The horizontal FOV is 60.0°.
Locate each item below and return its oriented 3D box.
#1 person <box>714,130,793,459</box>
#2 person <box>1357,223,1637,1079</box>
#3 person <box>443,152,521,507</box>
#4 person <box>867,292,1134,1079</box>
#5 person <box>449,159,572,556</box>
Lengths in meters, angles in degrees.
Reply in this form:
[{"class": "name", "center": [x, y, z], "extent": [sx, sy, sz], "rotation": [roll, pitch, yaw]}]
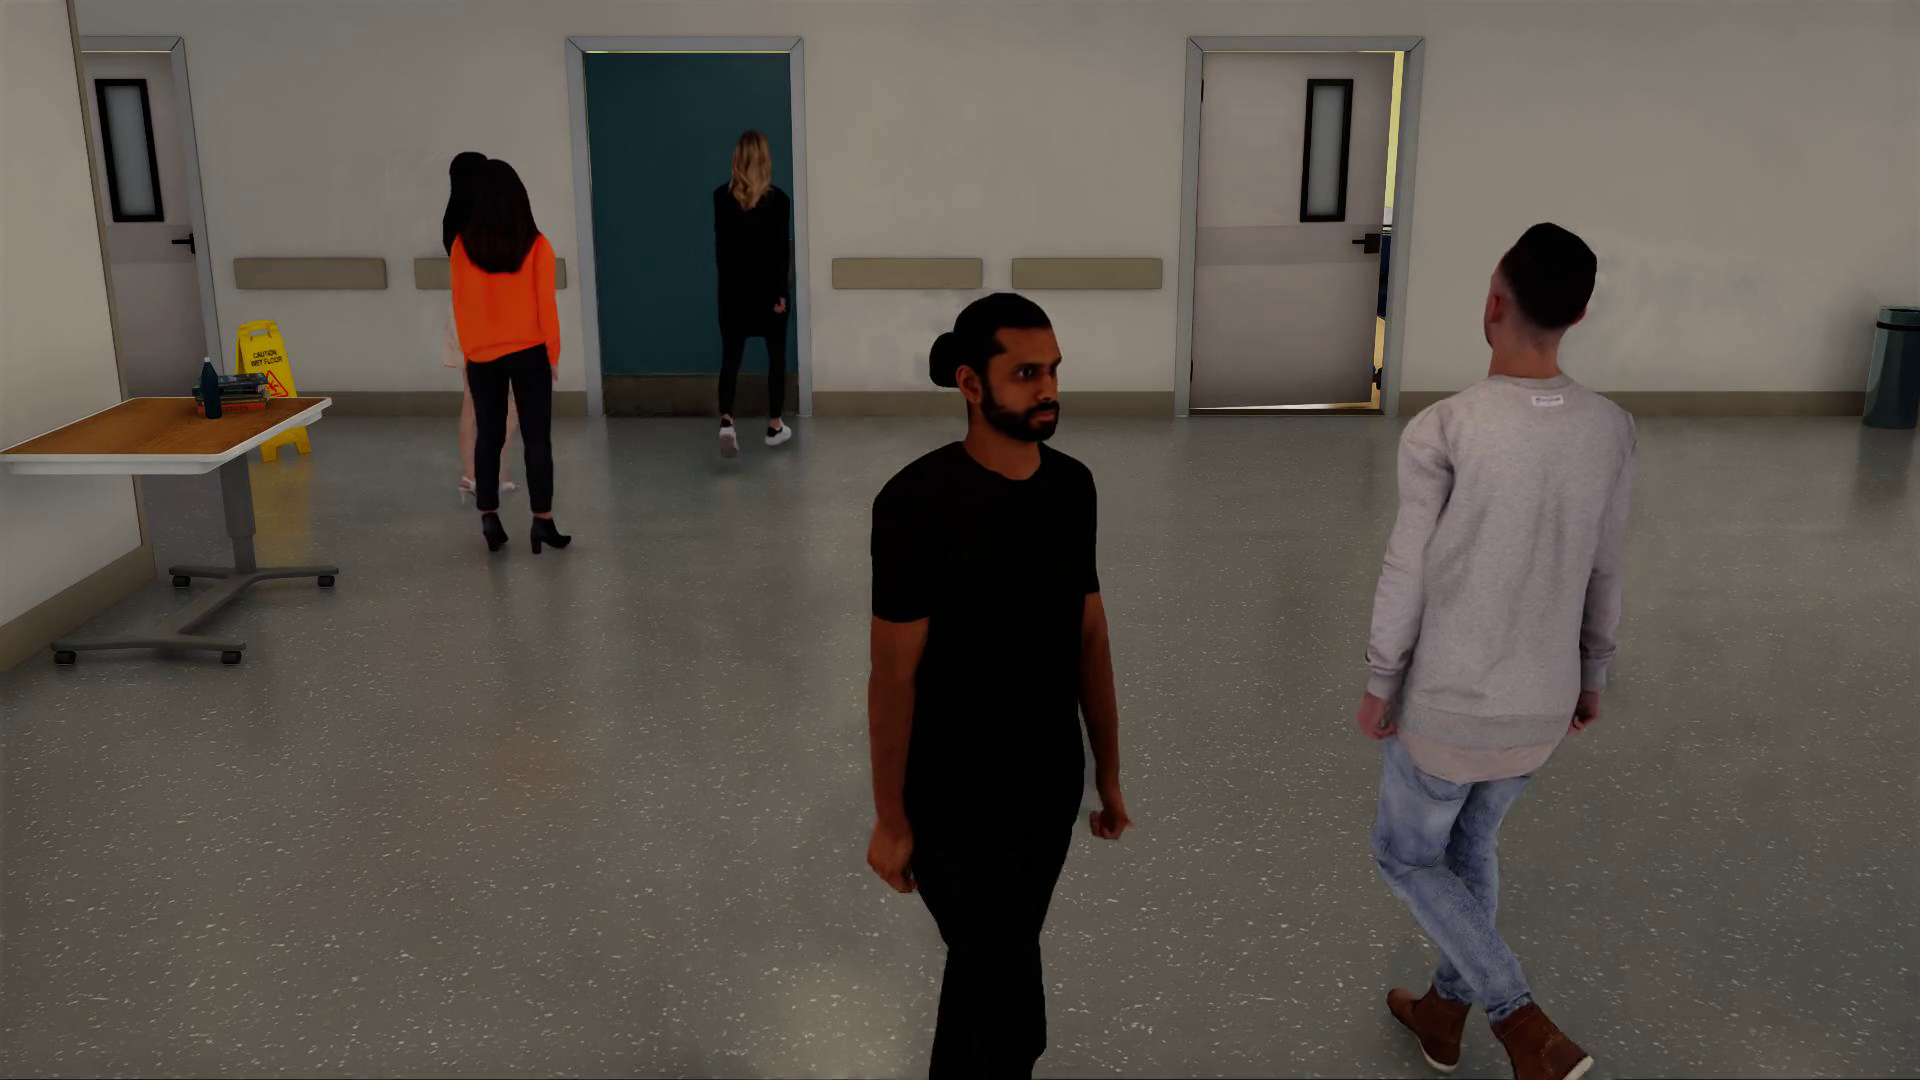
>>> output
[{"class": "person", "center": [-1.176, -1.307, 9.116], "extent": [1.125, 1.774, 0.799], "rotation": [2, 16, 9]}, {"class": "person", "center": [1.064, 0.318, 3.265], "extent": [1.000, 1.821, 0.953], "rotation": [-6, 17, -19]}, {"class": "person", "center": [-2.446, -1.005, 8.140], "extent": [0.766, 1.724, 0.719], "rotation": [-12, 20, -36]}, {"class": "person", "center": [-0.003, 0.429, 3.009], "extent": [0.927, 1.748, 0.866], "rotation": [15, 22, 42]}, {"class": "person", "center": [-2.006, -0.797, 7.360], "extent": [0.489, 1.747, 0.688], "rotation": [1, 16, 5]}]
